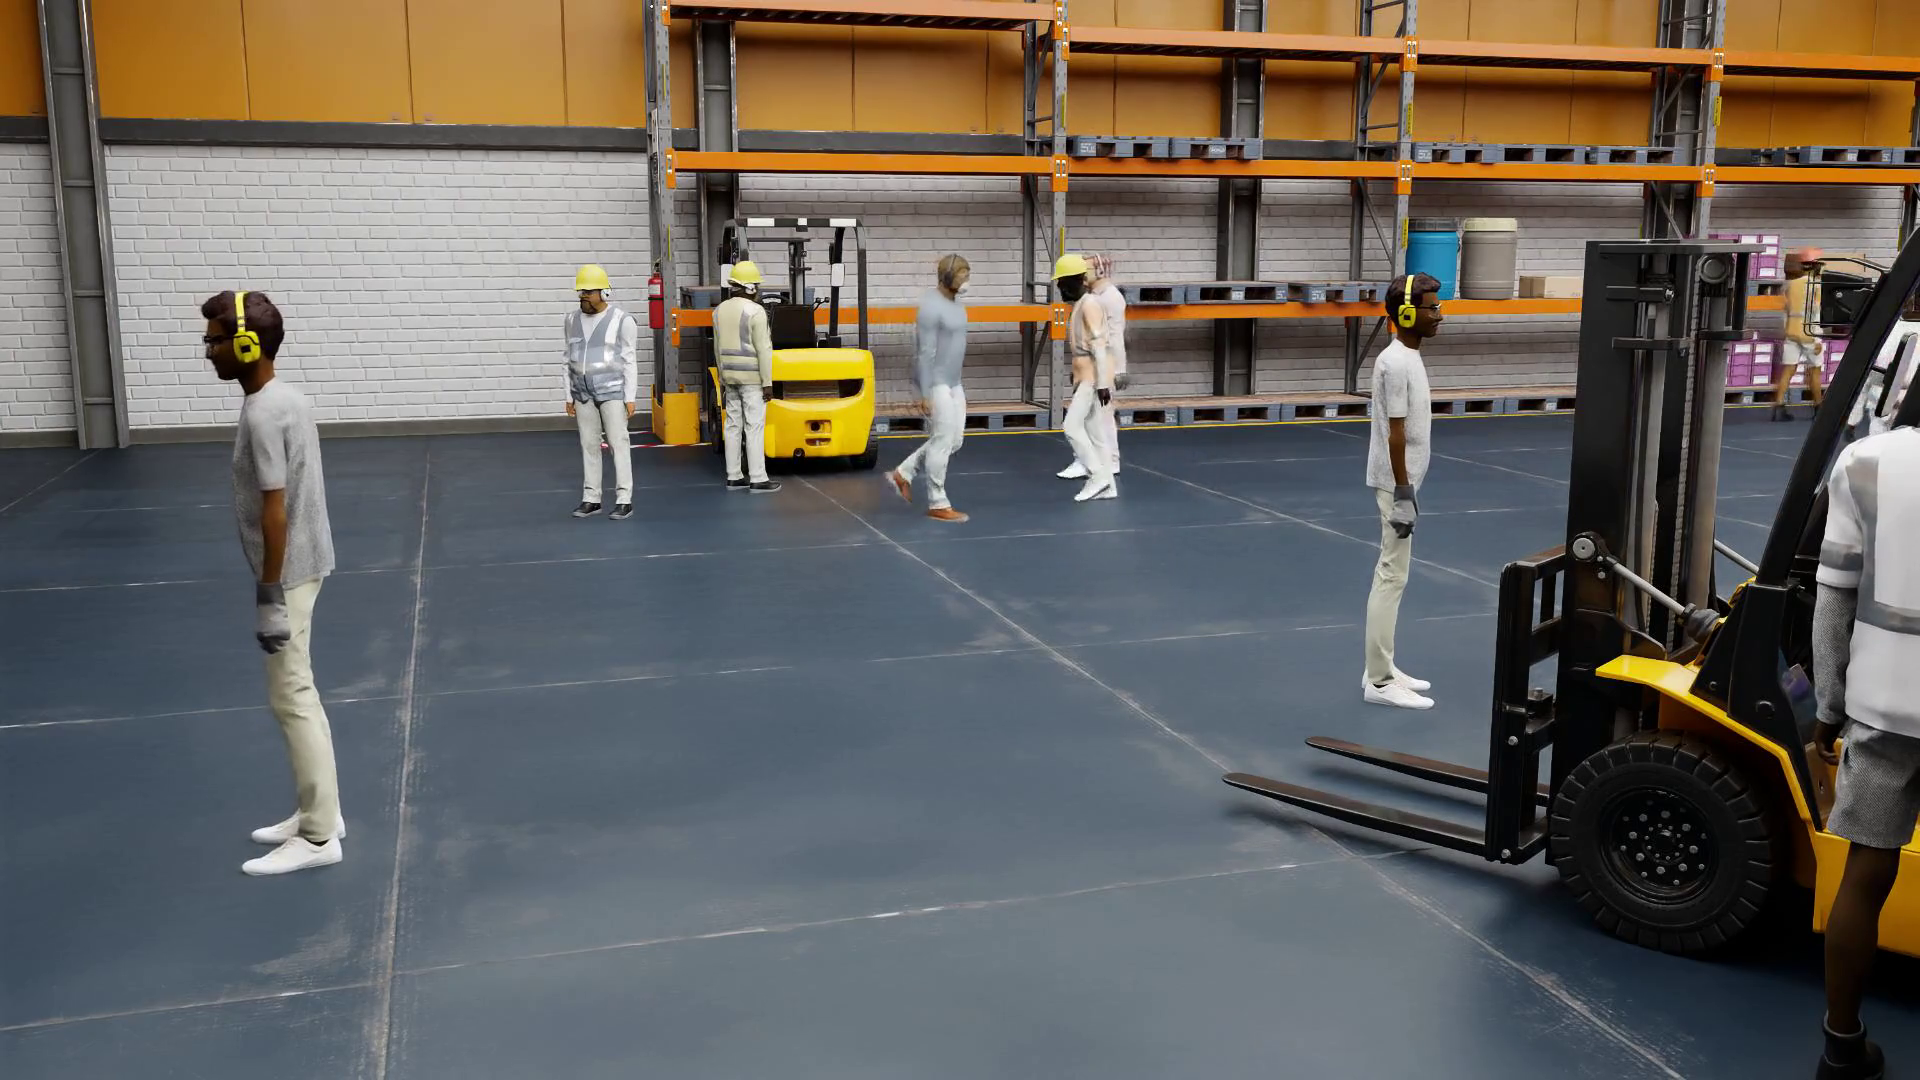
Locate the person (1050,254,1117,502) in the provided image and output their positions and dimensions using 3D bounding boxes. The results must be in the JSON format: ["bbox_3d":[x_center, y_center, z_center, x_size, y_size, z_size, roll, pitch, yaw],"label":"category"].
[{"bbox_3d":[0.969,-1.222,12.678,0.580,1.888,0.628,-1,10,-4],"label":"person"}]

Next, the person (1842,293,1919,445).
[{"bbox_3d":[5.719,-0.729,10.060,0.493,1.871,0.601,-6,12,-31],"label":"person"}]

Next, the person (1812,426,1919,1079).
[{"bbox_3d":[2.223,0.384,3.752,0.363,1.935,0.553,-8,13,-39],"label":"person"}]

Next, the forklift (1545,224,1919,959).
[{"bbox_3d":[2.909,0.117,4.508,2.313,2.155,1.214,9,14,40],"label":"forklift"}]

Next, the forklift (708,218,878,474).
[{"bbox_3d":[-1.522,-1.778,14.899,1.214,2.155,2.313,-3,11,-17],"label":"forklift"}]

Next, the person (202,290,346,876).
[{"bbox_3d":[-2.181,0.139,5.320,0.335,1.859,0.534,-2,11,-12],"label":"person"}]

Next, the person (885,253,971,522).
[{"bbox_3d":[-0.220,-1.093,11.922,0.620,1.915,0.653,5,11,24],"label":"person"}]

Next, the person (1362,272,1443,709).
[{"bbox_3d":[1.930,-0.215,7.218,0.328,1.872,0.512,3,11,14],"label":"person"}]

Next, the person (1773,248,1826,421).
[{"bbox_3d":[9.301,-2.246,18.270,0.819,1.899,0.566,-5,12,-26],"label":"person"}]

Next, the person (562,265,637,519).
[{"bbox_3d":[-2.600,-1.057,11.971,0.596,1.826,0.403,3,11,18],"label":"person"}]

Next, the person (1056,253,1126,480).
[{"bbox_3d":[1.035,-1.445,13.909,0.767,1.881,0.684,-3,11,-15],"label":"person"}]

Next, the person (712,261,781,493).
[{"bbox_3d":[-1.687,-1.288,13.202,0.592,1.833,0.404,9,13,40],"label":"person"}]
